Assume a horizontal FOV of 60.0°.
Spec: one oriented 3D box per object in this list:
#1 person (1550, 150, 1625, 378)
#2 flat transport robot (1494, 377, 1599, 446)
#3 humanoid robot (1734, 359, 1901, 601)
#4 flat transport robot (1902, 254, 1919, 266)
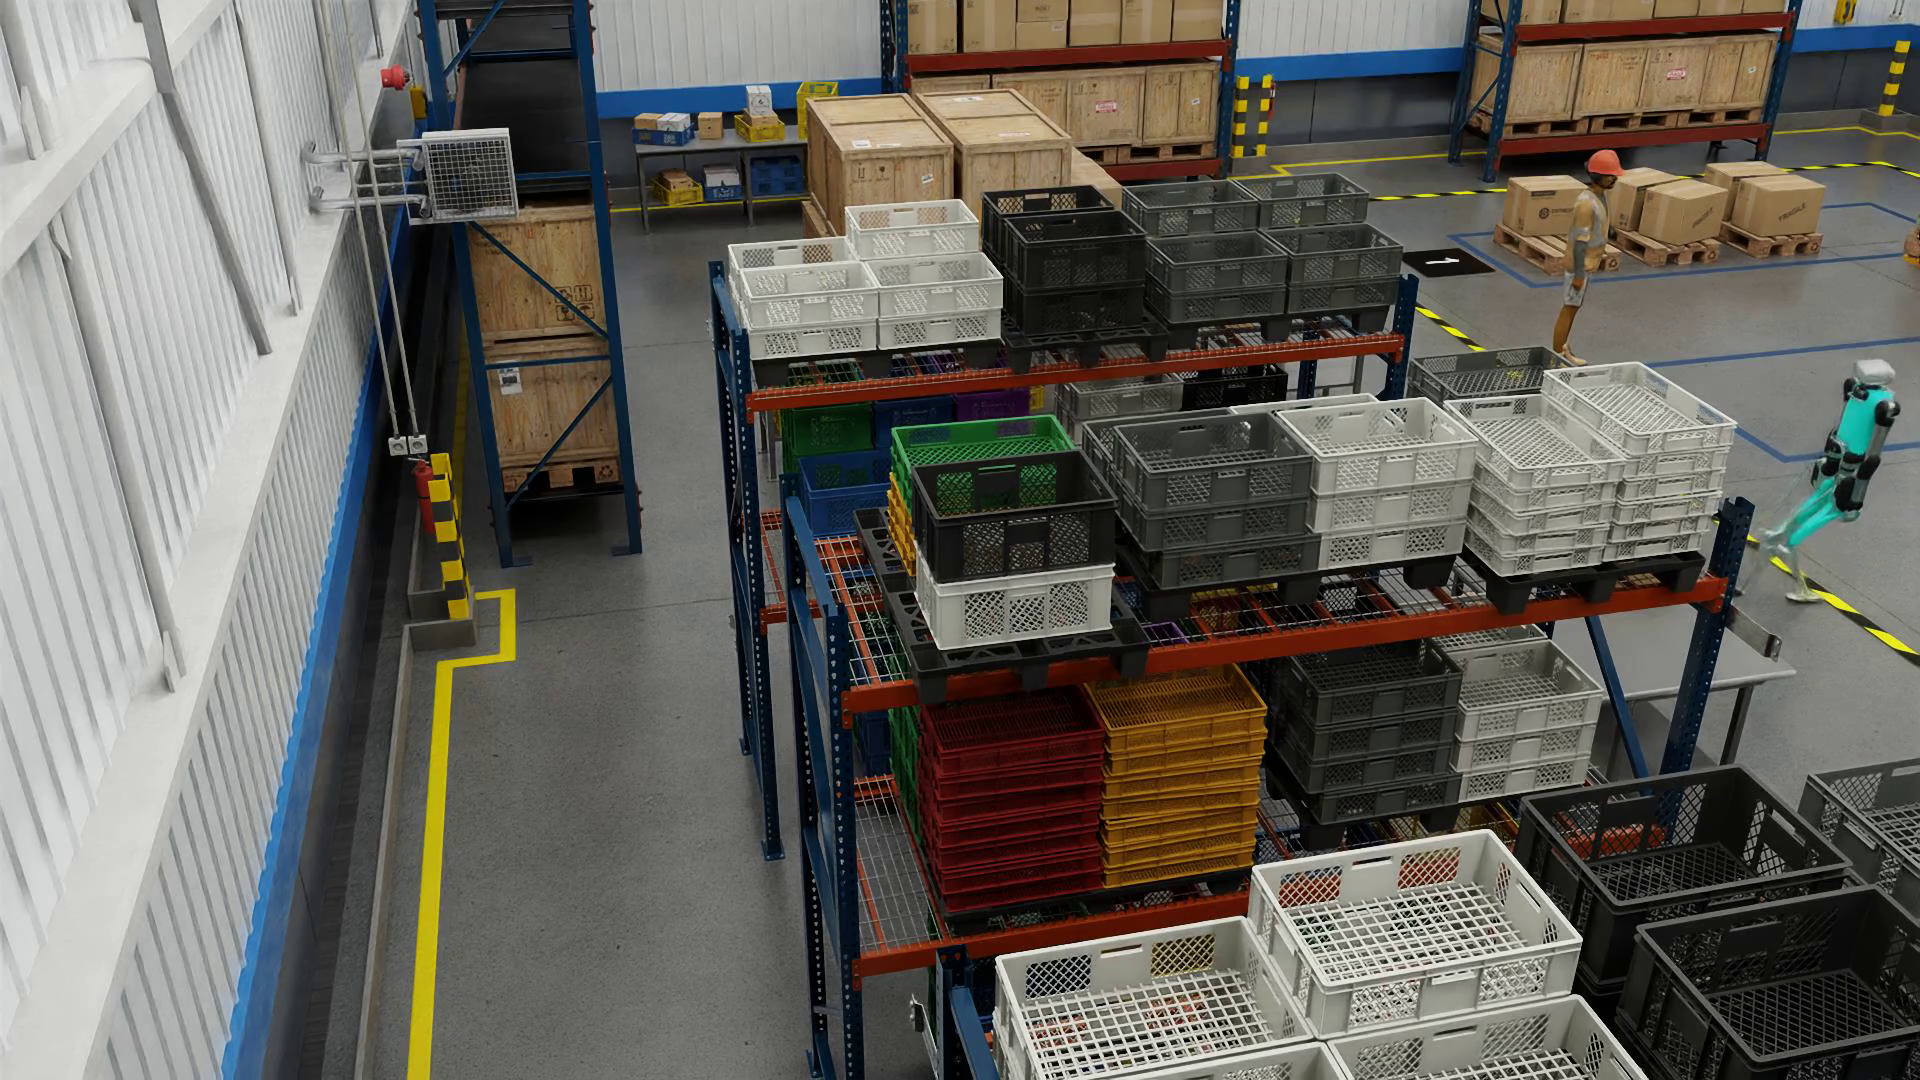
[{"bbox_3d":[5.570,-2.460,14.812,0.376,2.045,0.605,14,31,25],"label":"person"},{"bbox_3d":[4.780,-1.036,14.013,0.659,0.231,1.431,-6,28,-12],"label":"flat transport robot"},{"bbox_3d":[5.657,-0.304,11.151,0.820,1.876,0.548,0,28,-1],"label":"humanoid robot"},{"bbox_3d":[10.655,-2.824,17.374,0.652,0.197,1.431,-6,28,-12],"label":"flat transport robot"}]
